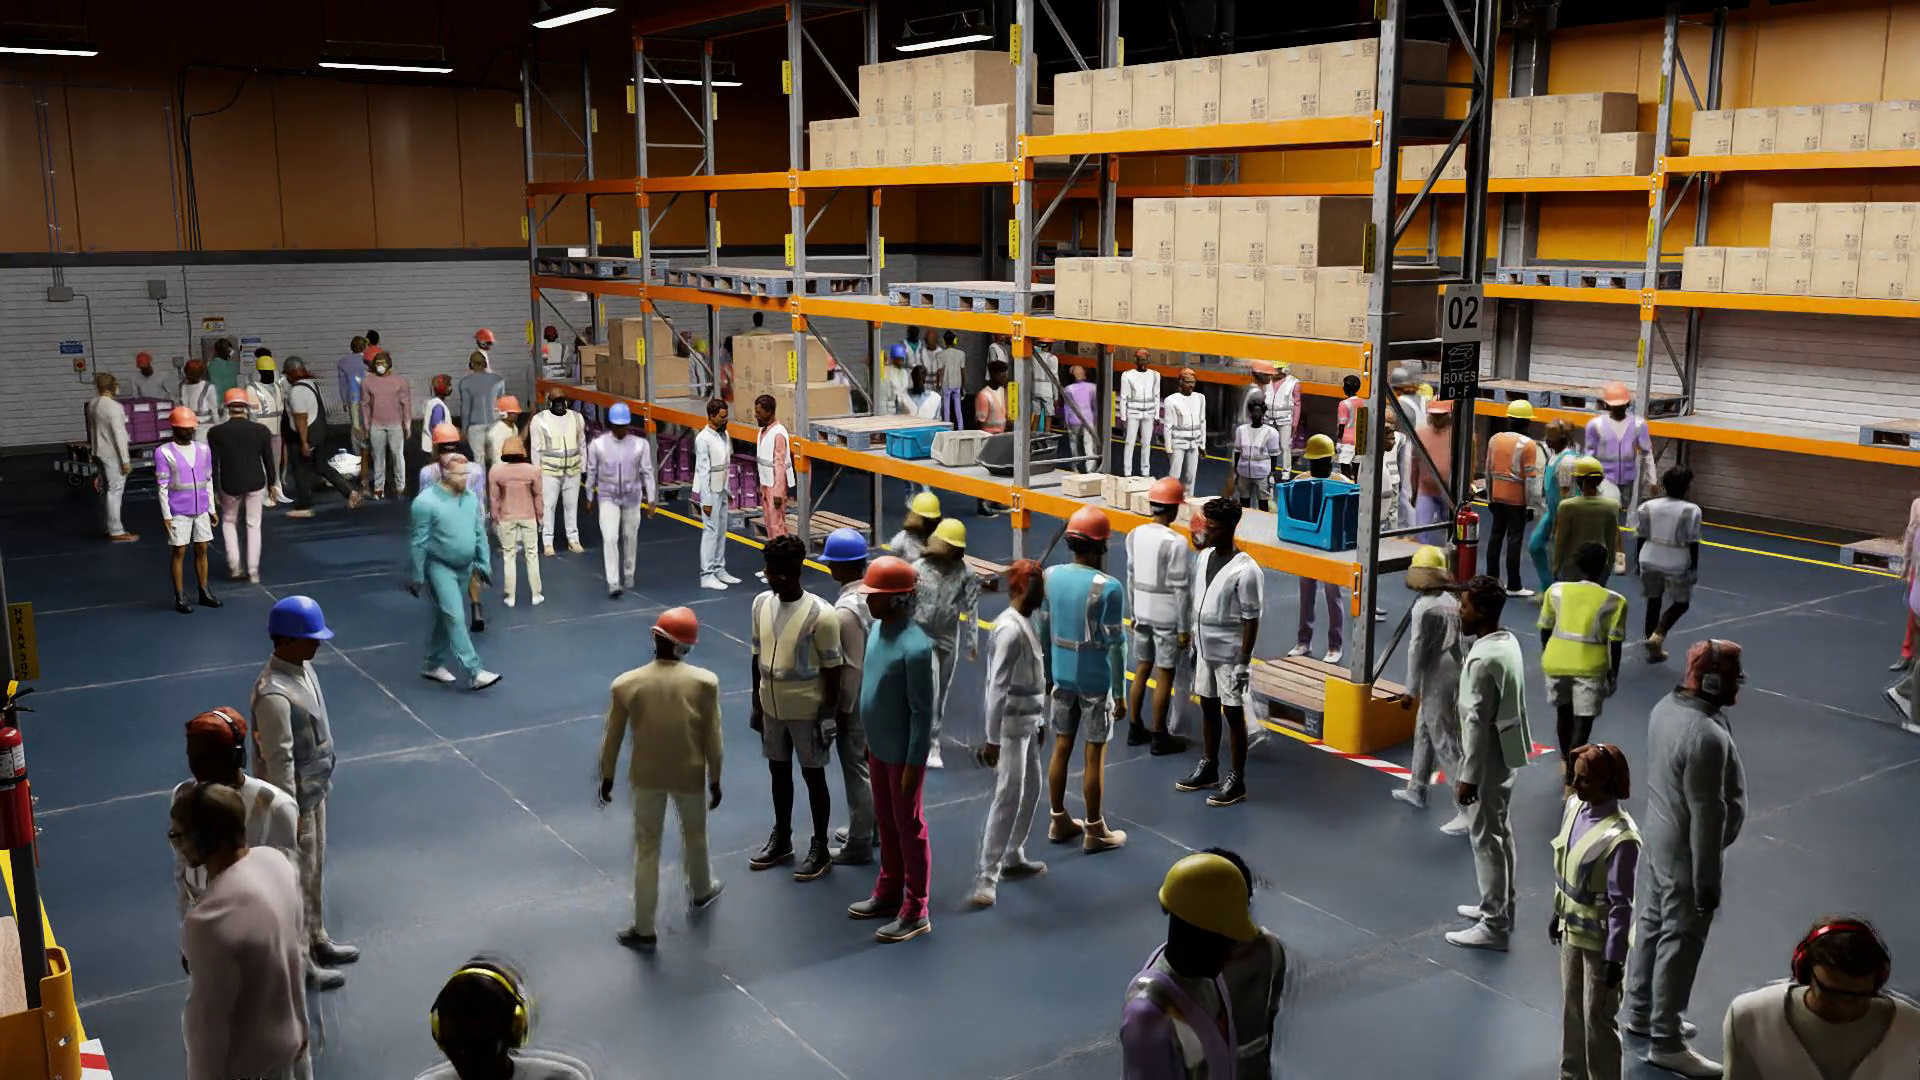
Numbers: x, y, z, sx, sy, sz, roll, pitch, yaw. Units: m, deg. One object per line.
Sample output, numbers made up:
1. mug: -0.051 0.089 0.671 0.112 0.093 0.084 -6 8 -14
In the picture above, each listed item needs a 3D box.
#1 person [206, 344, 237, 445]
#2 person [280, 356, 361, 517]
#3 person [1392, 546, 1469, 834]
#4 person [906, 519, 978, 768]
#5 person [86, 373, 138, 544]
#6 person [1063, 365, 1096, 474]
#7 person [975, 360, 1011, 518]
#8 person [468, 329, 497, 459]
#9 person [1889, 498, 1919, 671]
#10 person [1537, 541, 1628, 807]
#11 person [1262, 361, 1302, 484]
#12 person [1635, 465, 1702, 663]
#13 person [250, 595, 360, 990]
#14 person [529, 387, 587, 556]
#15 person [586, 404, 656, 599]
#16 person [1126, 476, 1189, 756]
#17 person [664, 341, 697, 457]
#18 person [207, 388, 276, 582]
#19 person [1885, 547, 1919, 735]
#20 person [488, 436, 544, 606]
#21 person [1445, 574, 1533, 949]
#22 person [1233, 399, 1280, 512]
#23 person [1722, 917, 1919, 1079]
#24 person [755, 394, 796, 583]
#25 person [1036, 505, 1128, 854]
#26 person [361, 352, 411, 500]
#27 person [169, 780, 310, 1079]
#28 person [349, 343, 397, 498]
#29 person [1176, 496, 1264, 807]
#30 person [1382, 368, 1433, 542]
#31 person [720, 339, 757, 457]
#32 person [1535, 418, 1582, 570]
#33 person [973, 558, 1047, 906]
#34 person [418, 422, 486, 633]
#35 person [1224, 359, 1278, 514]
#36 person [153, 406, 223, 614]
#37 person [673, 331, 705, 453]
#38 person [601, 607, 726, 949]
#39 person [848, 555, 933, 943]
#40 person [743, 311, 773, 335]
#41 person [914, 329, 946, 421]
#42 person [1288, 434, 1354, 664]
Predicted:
1. person: -11.144 -2.073 25.036 0.578 1.827 0.559 3 11 15
2. person: -7.932 -1.305 20.530 0.855 2.000 0.710 0 11 -2
3. person: 2.959 0.898 10.164 0.693 1.696 0.502 8 14 37
4. person: -0.137 0.678 11.244 0.502 1.698 0.753 -4 12 -18
5. person: -9.648 -0.928 18.909 0.662 1.921 0.407 8 14 37
6. person: 1.716 -1.681 23.583 0.515 1.596 0.846 -1 11 -6
7. person: 0.404 -1.253 20.511 0.436 1.955 0.703 5 12 22
8. person: -7.275 -2.226 25.437 0.473 1.977 0.634 -4 12 -20
9. person: 7.839 0.238 13.365 0.327 1.760 0.524 -9 14 -37
10. person: 3.976 0.825 10.662 0.541 1.632 0.836 8 14 37
11. person: 4.354 -1.635 22.762 0.599 1.827 0.403 8 14 35
12. person: 5.773 0.217 13.649 0.438 1.677 0.547 -9 14 -39
13. person: -3.160 1.208 7.962 0.418 1.933 0.616 -2 11 -10
14. person: -4.372 -0.754 18.224 0.625 1.843 0.430 -7 13 -30
15. person: -3.300 -0.389 16.234 0.650 1.885 1.001 -3 11 -15
16. person: 1.388 0.521 11.478 0.385 1.931 0.553 -8 14 -35
17. person: -4.188 -2.106 25.253 0.818 1.795 0.705 -4 12 -18
18. person: -7.298 -0.567 16.922 0.634 1.974 0.620 -6 12 -26
19. person: 6.933 0.465 11.785 0.586 1.915 0.459 -9 14 -39
20. person: -4.208 -0.180 15.818 0.498 1.633 0.284 -3 11 -14
21. person: 2.705 1.120 8.494 0.406 1.905 0.605 5 12 25
22. person: 3.262 -0.720 18.419 0.536 1.697 0.318 7 13 32
23. person: 2.433 1.909 4.684 0.592 1.797 0.784 6 13 29
24. person: -1.898 -0.530 16.918 0.410 1.909 0.592 -5 12 -23
25. person: 0.738 0.807 9.721 0.616 2.040 0.383 10 15 41
26. person: -7.490 -1.491 21.742 0.629 1.940 0.379 -1 11 -5
27. person: -2.307 1.703 5.558 1.027 1.889 0.631 -1 11 -5
28. person: -7.703 -1.575 21.929 0.617 2.038 0.396 -8 13 -34
29. person: 1.649 0.690 10.513 0.367 1.966 0.607 -6 13 -28
30. person: 5.008 -0.989 18.913 0.686 2.000 0.971 -7 13 -32
31. person: -3.174 -1.980 24.278 0.652 1.928 0.452 -4 12 -18
32. person: 6.215 -0.455 17.257 0.529 1.615 0.640 -1 11 -3
33. person: 0.272 1.037 9.105 0.380 1.842 0.776 2 11 12
34. person: -4.431 -0.069 14.520 0.550 1.916 0.444 -8 13 -34
35. person: 3.634 -1.222 20.210 0.988 1.990 0.639 1 11 5
36. person: -7.228 -0.291 15.601 0.352 1.940 0.545 8 13 35
37. person: -4.262 -2.304 25.994 0.646 1.904 0.401 4 12 18
38. person: -1.539 1.190 8.618 0.648 1.699 0.737 -1 11 -5
39. person: -0.344 1.058 8.555 0.382 1.995 0.612 -6 12 -27
40. person: -3.801 -3.398 31.605 0.609 1.896 0.677 3 11 13
41. person: -0.451 -2.557 27.413 0.620 1.860 0.653 1 11 5
42. person: 2.985 0.071 13.817 0.584 1.918 0.409 10 15 41
